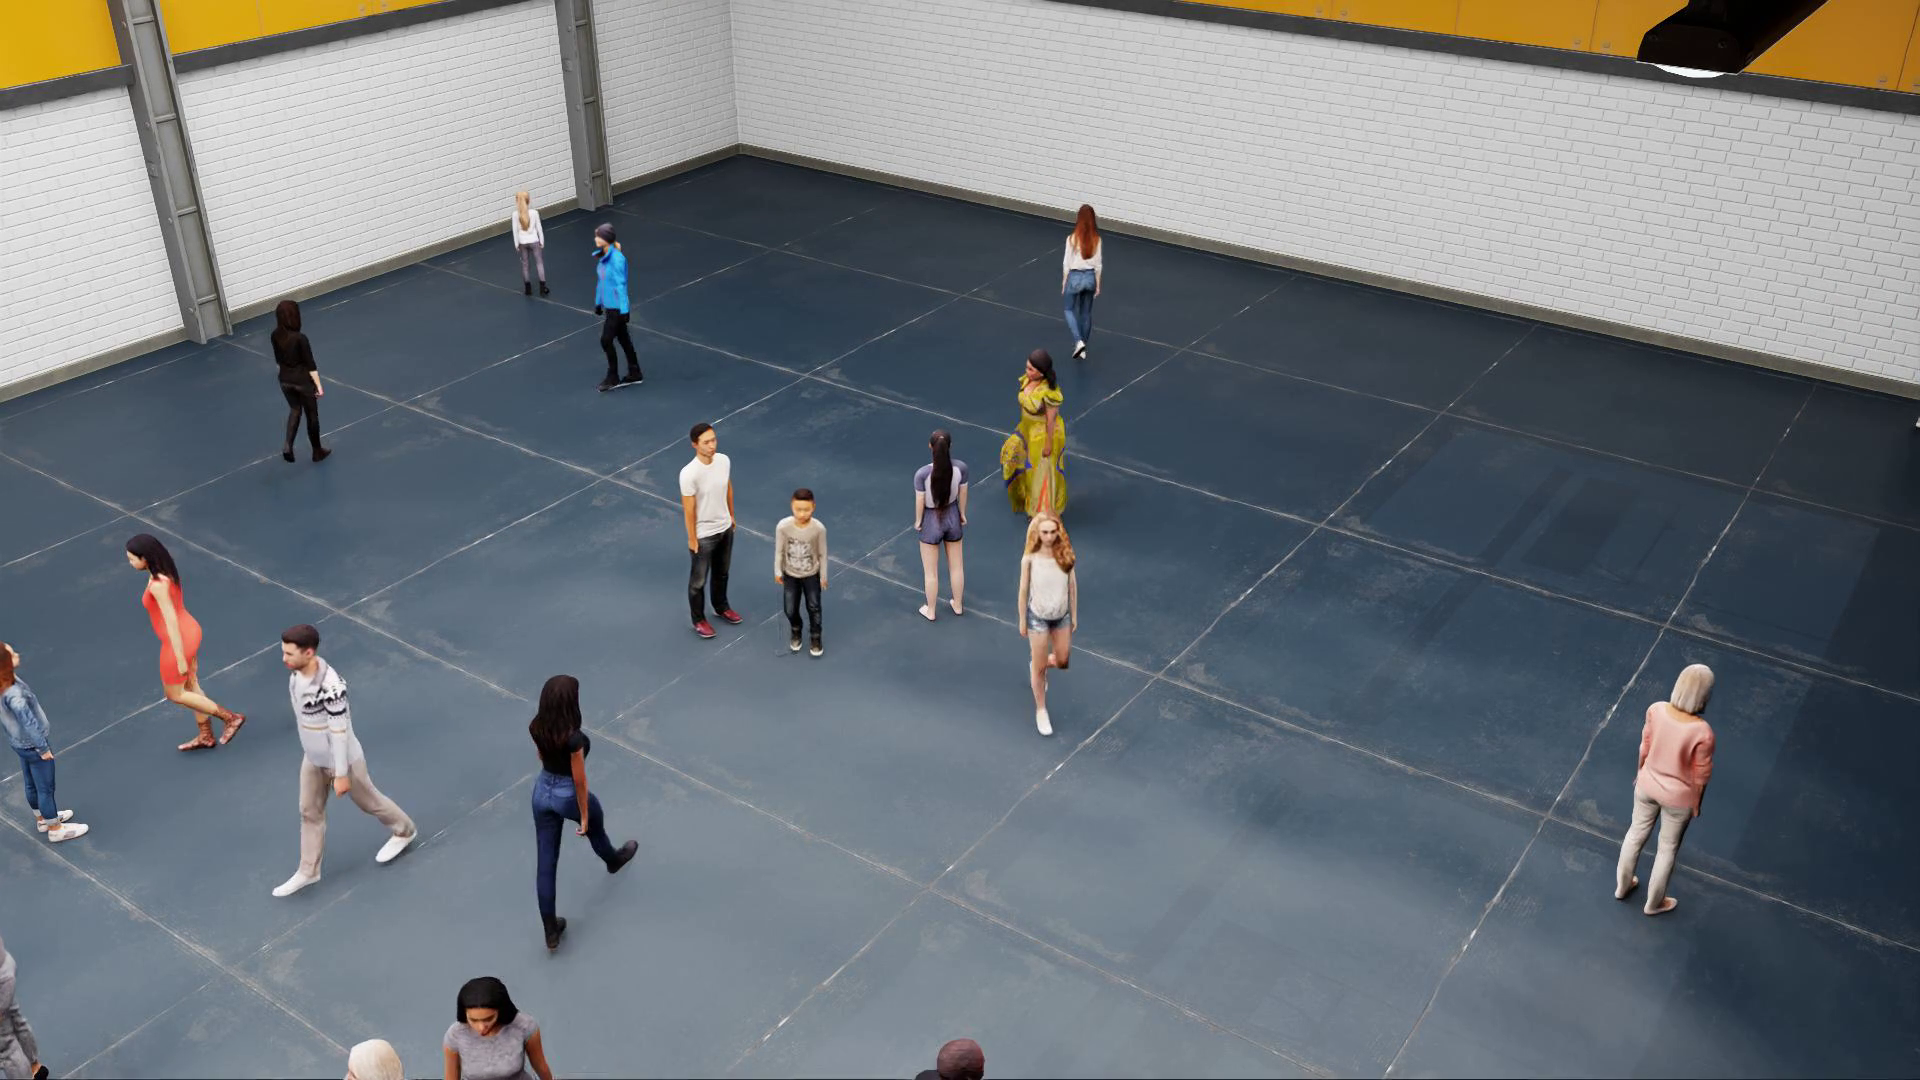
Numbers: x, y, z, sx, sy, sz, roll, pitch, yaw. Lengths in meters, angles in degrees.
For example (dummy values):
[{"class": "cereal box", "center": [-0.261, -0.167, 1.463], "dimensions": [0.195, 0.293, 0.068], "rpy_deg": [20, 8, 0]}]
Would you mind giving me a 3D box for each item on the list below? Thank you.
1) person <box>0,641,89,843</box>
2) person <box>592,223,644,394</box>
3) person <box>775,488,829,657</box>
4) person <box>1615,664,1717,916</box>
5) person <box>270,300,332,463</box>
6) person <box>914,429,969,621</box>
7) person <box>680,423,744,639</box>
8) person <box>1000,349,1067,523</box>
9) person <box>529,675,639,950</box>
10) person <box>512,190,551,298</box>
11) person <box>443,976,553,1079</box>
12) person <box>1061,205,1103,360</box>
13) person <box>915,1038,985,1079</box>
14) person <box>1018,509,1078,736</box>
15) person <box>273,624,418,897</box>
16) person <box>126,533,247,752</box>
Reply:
[{"class": "person", "center": [-6.028, 1.297, 10.751], "dimensions": [0.584, 1.477, 0.538], "rpy_deg": [24, 36, 36]}, {"class": "person", "center": [-3.484, -2.417, 17.245], "dimensions": [0.898, 1.777, 0.801], "rpy_deg": [-16, 32, -27]}, {"class": "person", "center": [-1.203, 0.233, 12.732], "dimensions": [0.694, 1.447, 0.747], "rpy_deg": [-1, 29, -2]}, {"class": "person", "center": [4.296, 1.506, 10.110], "dimensions": [0.611, 1.724, 0.657], "rpy_deg": [-21, 35, -34]}, {"class": "person", "center": [-6.261, -1.444, 15.615], "dimensions": [0.755, 1.630, 0.885], "rpy_deg": [6, 29, 12]}, {"class": "person", "center": [-0.141, -0.122, 13.171], "dimensions": [0.639, 1.651, 0.736], "rpy_deg": [-11, 30, -18]}, {"class": "person", "center": [-1.965, -0.104, 12.982], "dimensions": [0.700, 1.799, 0.492], "rpy_deg": [21, 35, 34]}, {"class": "person", "center": [0.767, -0.939, 14.672], "dimensions": [0.940, 1.646, 0.857], "rpy_deg": [-17, 33, -28]}, {"class": "person", "center": [-2.396, 1.654, 9.880], "dimensions": [0.807, 1.682, 1.229], "rpy_deg": [8, 30, 15]}, {"class": "person", "center": [-5.141, -3.541, 19.827], "dimensions": [0.576, 1.278, 0.634], "rpy_deg": [-4, 29, -8]}, {"class": "person", "center": [-2.171, 2.683, 7.948], "dimensions": [1.117, 1.728, 1.193], "rpy_deg": [-4, 29, -8]}, {"class": "person", "center": [1.324, -2.732, 17.883], "dimensions": [0.833, 1.719, 0.885], "rpy_deg": [-6, 29, -11]}, {"class": "person", "center": [-0.095, 2.947, 7.397], "dimensions": [0.752, 1.791, 0.756], "rpy_deg": [-22, 35, -34]}, {"class": "person", "center": [0.598, 0.523, 11.882], "dimensions": [0.869, 1.751, 0.909], "rpy_deg": [-7, 29, -13]}, {"class": "person", "center": [-3.826, 1.310, 10.369], "dimensions": [0.788, 1.818, 1.197], "rpy_deg": [24, 37, 37]}, {"class": "person", "center": [-5.339, 0.718, 11.579], "dimensions": [0.877, 1.701, 0.815], "rpy_deg": [-11, 31, -19]}]
